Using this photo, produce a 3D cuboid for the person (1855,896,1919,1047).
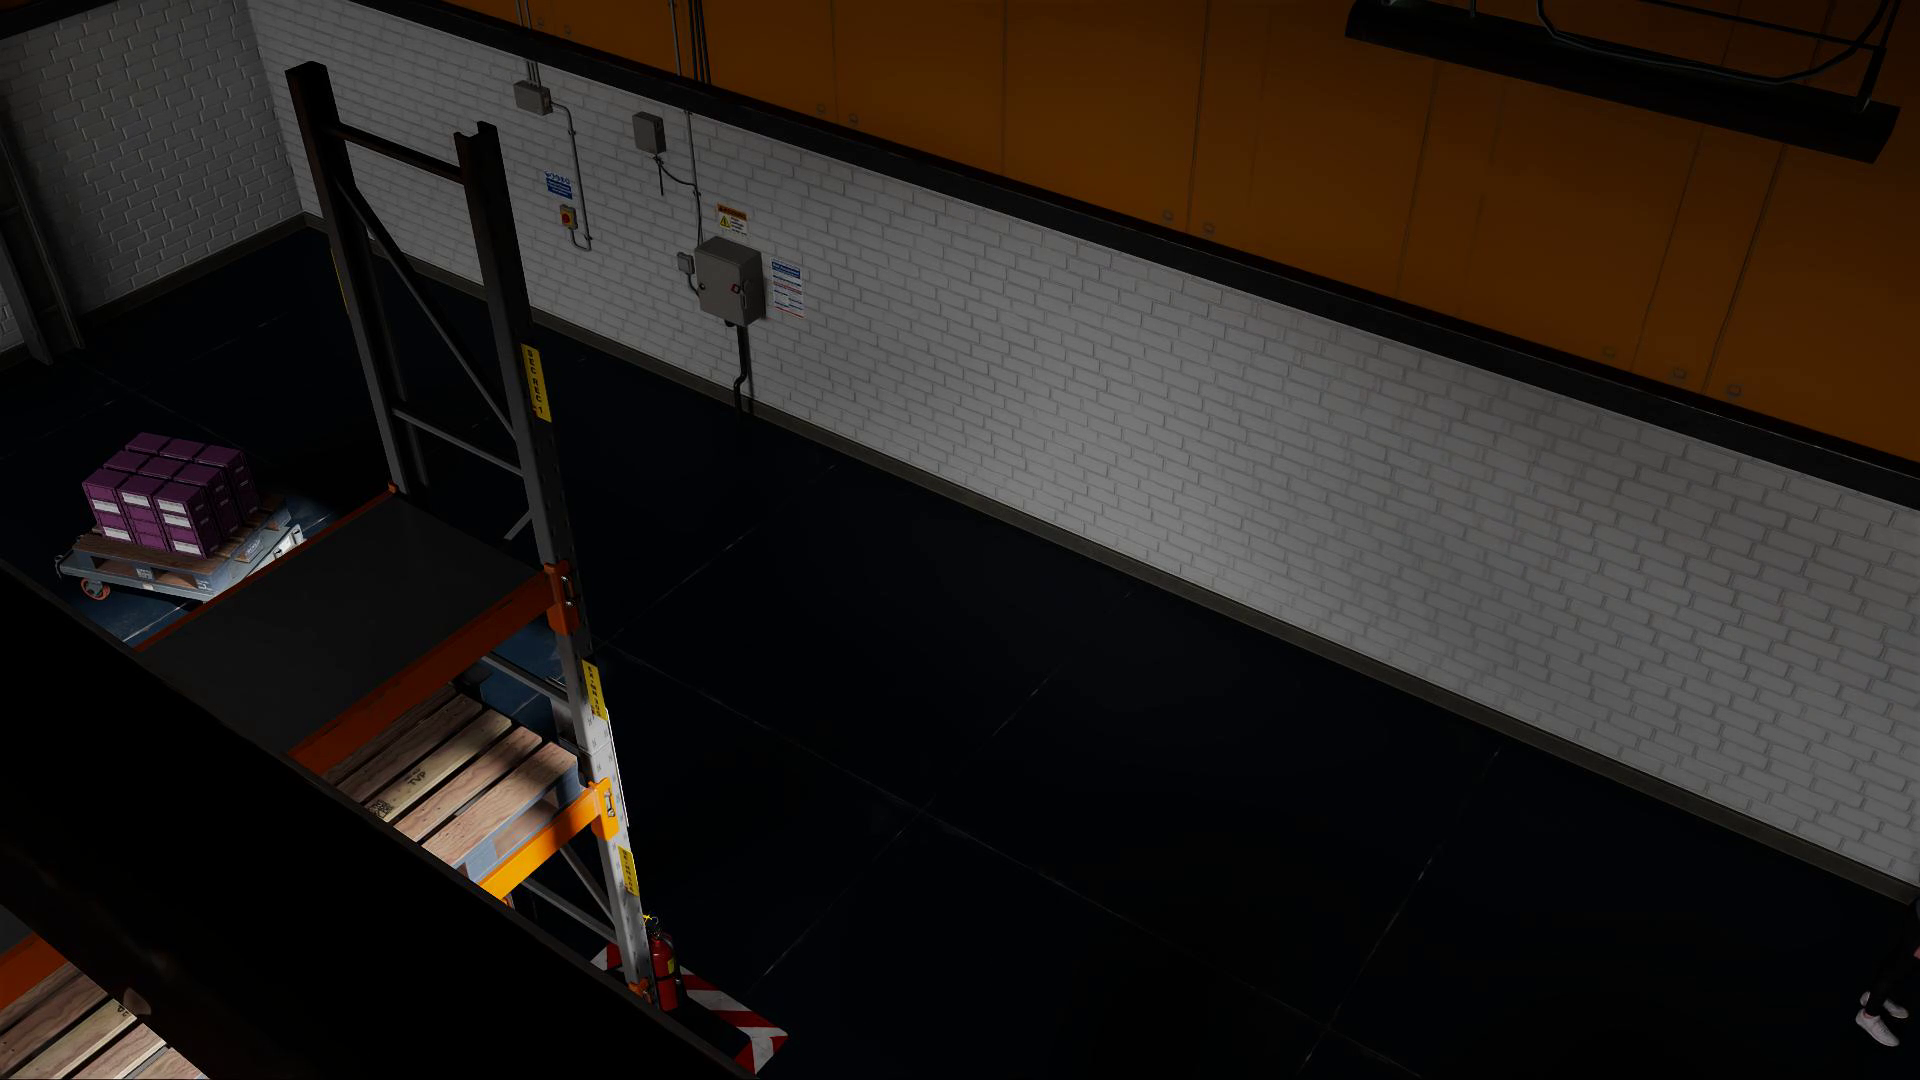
[{"bbox_3d":[5.492,2.179,9.428,0.654,1.743,0.481,26,46,29],"label":"person"}]
